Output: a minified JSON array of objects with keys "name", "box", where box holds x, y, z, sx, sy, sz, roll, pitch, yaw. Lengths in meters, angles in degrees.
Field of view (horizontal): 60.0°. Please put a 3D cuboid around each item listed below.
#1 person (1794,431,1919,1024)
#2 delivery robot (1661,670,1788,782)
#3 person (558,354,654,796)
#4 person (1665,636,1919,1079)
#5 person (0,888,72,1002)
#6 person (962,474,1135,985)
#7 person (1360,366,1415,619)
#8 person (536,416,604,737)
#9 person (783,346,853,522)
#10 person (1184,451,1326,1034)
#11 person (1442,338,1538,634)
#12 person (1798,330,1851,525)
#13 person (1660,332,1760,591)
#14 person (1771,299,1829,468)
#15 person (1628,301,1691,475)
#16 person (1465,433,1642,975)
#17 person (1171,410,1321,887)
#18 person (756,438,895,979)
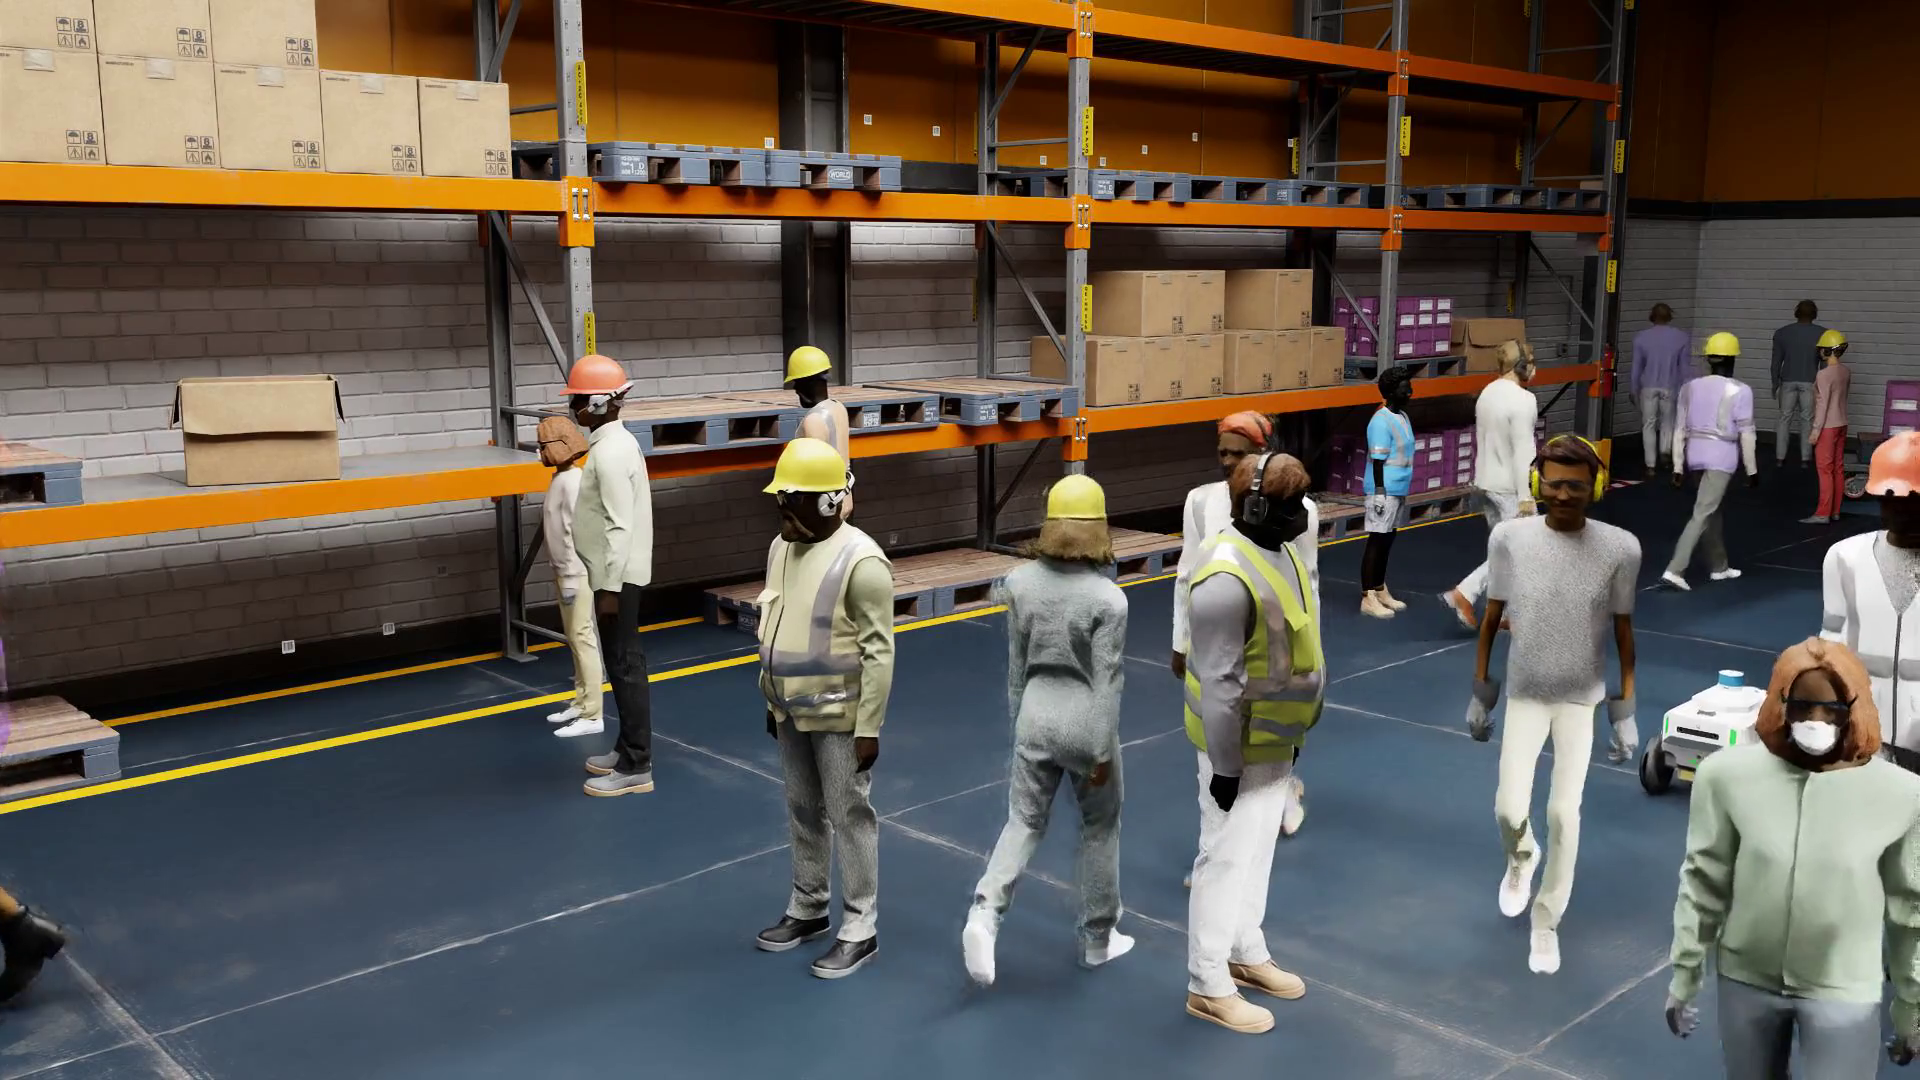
[{"name":"person","box":[3.016,0.594,5.329,0.565,1.891,0.986,8,13,41]},{"name":"delivery robot","box":[3.475,0.833,7.530,0.477,0.478,0.707,9,13,44]},{"name":"person","box":[-1.589,0.159,7.541,0.396,1.992,0.619,-1,10,-9]},{"name":"person","box":[1.828,1.009,3.654,0.511,1.618,0.341,7,12,36]},{"name":"person","box":[-3.133,0.610,5.105,0.453,1.924,0.568,-6,11,-29]},{"name":"person","box":[0.311,0.644,5.534,0.485,1.719,0.727,6,11,31]},{"name":"person","box":[2.903,-0.328,11.266,0.317,1.695,0.540,6,11,30]},{"name":"person","box":[-1.996,0.180,8.495,0.272,1.627,0.496,-4,10,-22]},{"name":"person","box":[-0.822,-0.161,9.645,0.381,1.917,0.585,1,10,9]},{"name":"person","box":[0.932,0.630,5.280,0.432,1.836,0.619,5,11,27]},{"name":"person","box":[3.412,-0.319,10.560,0.568,1.919,0.642,-1,10,-6]},{"name":"person","box":[7.860,-1.016,15.088,0.525,1.769,0.327,-8,12,-38]},{"name":"person","box":[5.484,-0.575,12.186,0.991,1.887,0.583,-5,11,-25]},{"name":"person","box":[9.665,-1.793,19.136,0.635,1.937,0.352,7,12,37]},{"name":"person","box":[7.744,-1.679,18.476,0.639,1.927,0.431,2,10,14]},{"name":"person","box":[2.051,0.541,5.747,0.568,1.850,0.479,4,10,21]},{"name":"person","box":[1.168,0.391,6.644,0.608,1.854,0.888,8,12,38]},{"name":"person","box":[-0.480,0.563,5.652,0.403,1.830,0.598,-8,13,-41]}]
